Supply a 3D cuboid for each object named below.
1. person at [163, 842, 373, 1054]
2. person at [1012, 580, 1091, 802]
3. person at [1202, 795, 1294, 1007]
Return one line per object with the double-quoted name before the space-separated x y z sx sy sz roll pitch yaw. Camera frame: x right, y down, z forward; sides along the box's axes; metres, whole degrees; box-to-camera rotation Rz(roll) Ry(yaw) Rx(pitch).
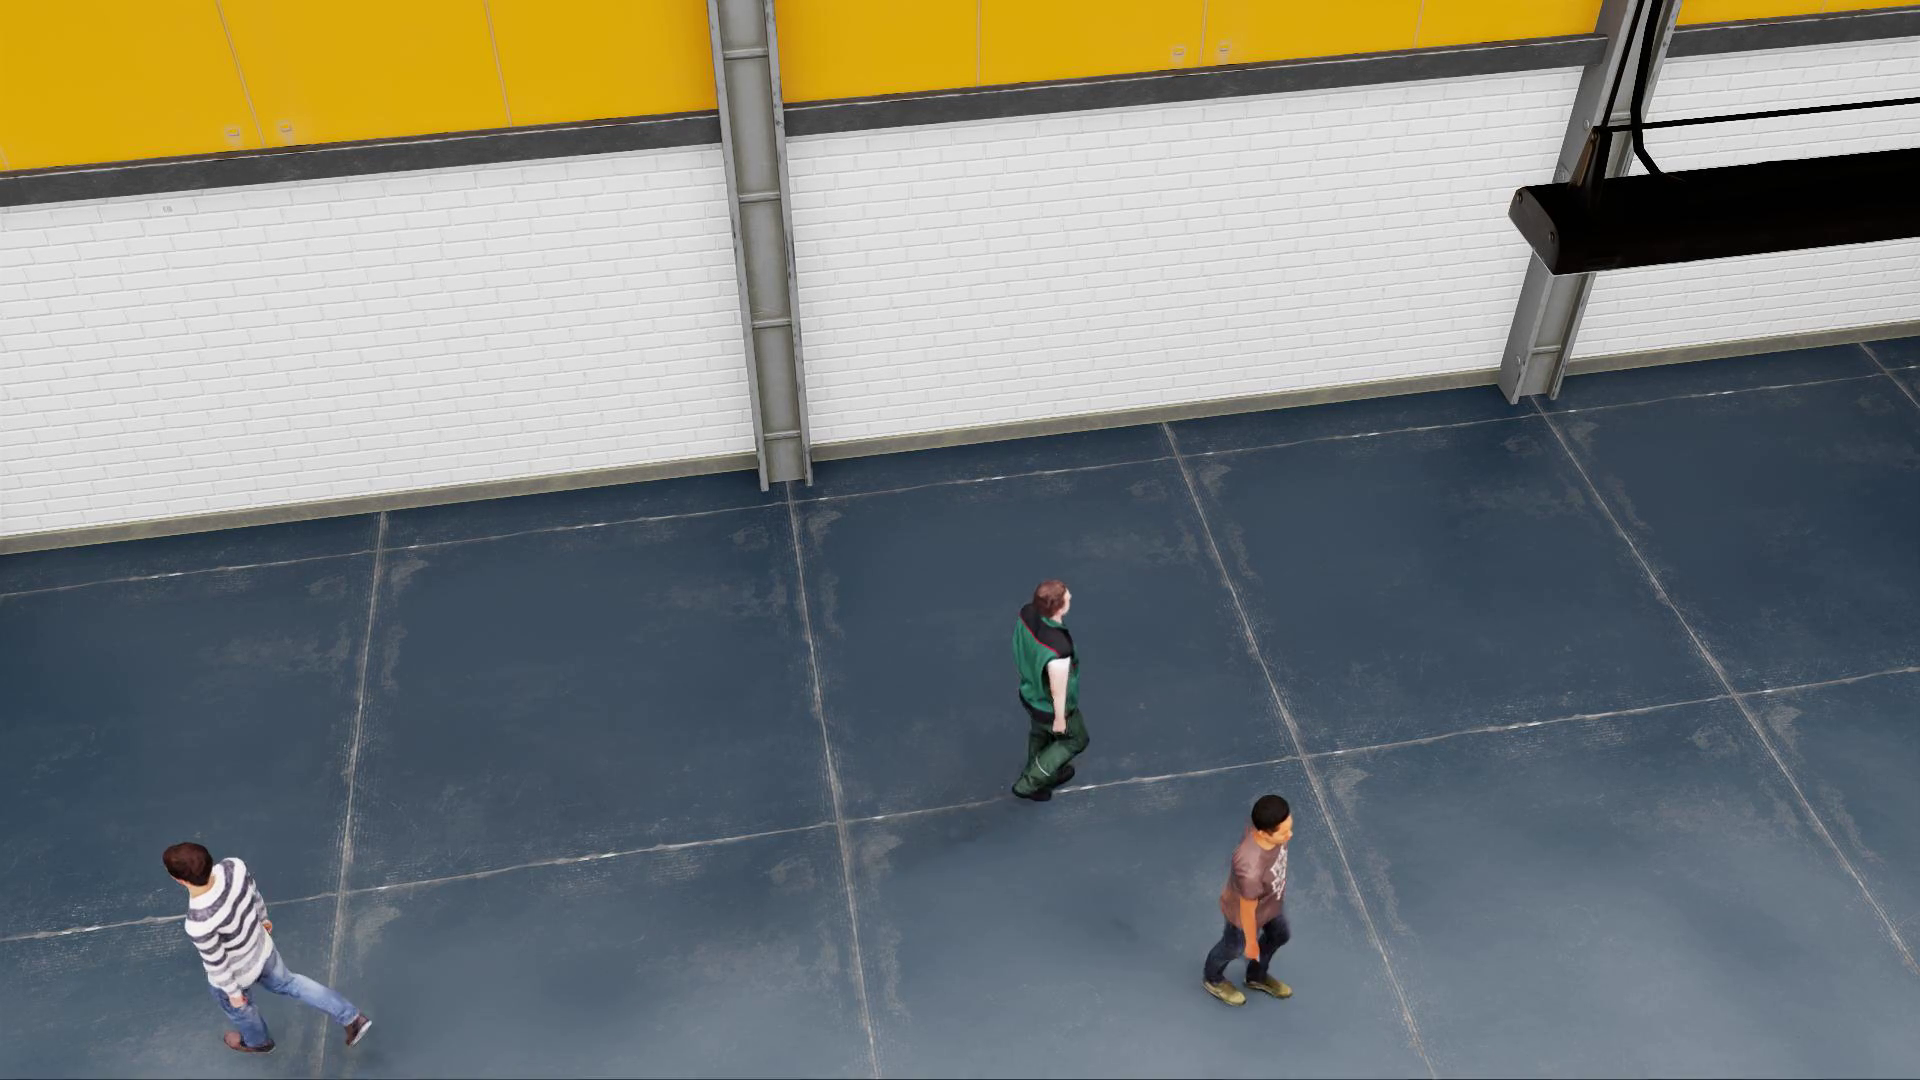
"person" -3.603 2.165 8.563 1.183 1.825 0.908 7 44 7
"person" 0.469 0.940 9.841 0.823 1.837 0.773 -20 47 -20
"person" 1.472 1.903 8.884 0.902 1.762 0.845 21 48 21
